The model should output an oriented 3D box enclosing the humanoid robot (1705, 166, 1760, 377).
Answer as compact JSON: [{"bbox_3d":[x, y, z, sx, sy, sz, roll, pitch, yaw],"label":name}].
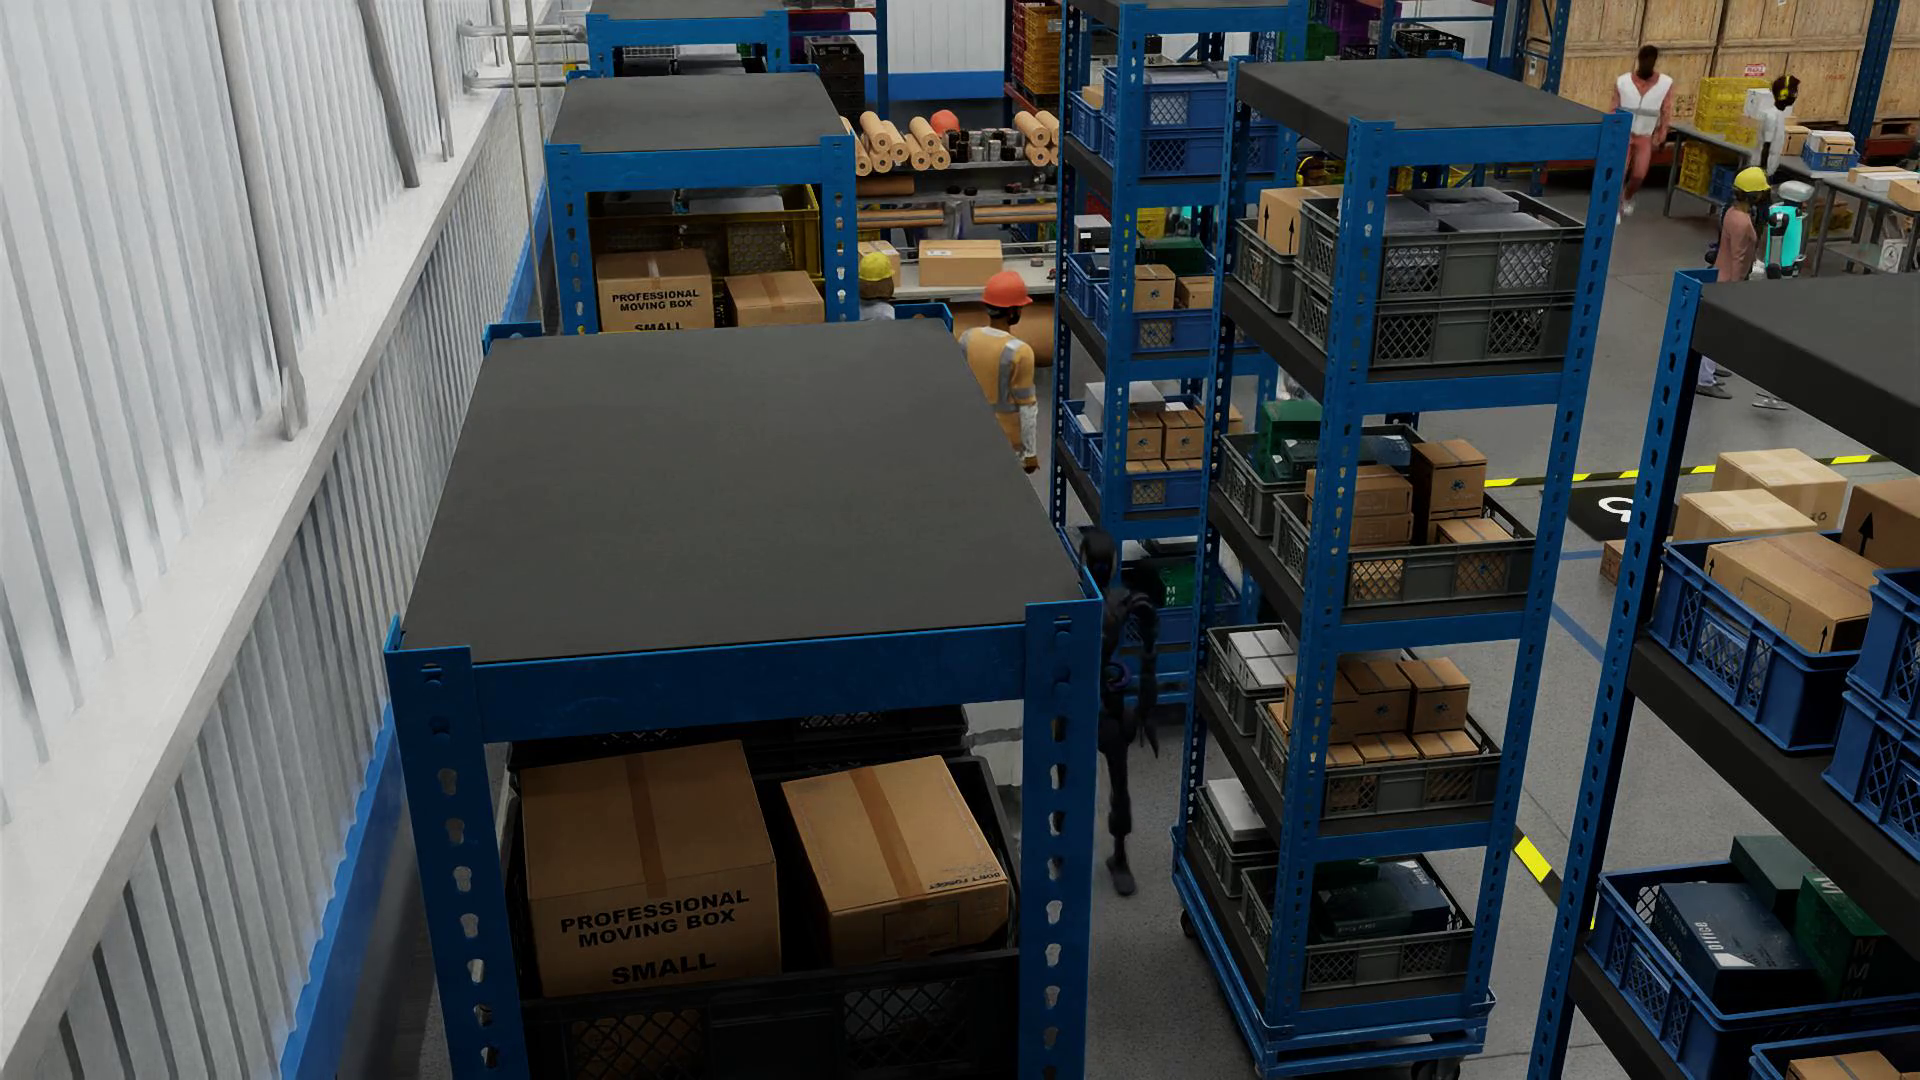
[{"bbox_3d":[6.142,-2.161,13.299,0.315,1.653,0.599,1,25,2],"label":"humanoid robot"}]

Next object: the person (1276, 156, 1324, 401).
[{"bbox_3d":[2.618,-2.001,12.732,0.509,1.872,0.329,-15,28,-29],"label":"person"}]

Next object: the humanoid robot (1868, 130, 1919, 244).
[{"bbox_3d":[9.360,-3.655,16.413,0.541,1.743,0.683,-11,27,-23],"label":"humanoid robot"}]

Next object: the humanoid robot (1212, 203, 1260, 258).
[{"bbox_3d":[2.266,-2.457,13.948,0.612,1.647,0.333,1,25,3],"label":"humanoid robot"}]

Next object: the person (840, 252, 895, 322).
[{"bbox_3d":[-0.530,-0.989,10.682,0.483,1.744,0.296,15,29,30],"label":"person"}]

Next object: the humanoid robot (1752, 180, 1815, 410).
[{"bbox_3d":[6.216,-1.766,12.220,0.735,1.677,0.533,17,30,33],"label":"humanoid robot"}]

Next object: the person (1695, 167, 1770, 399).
[{"bbox_3d":[5.944,-1.980,12.810,0.309,1.767,0.531,6,25,13],"label":"person"}]

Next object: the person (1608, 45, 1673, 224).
[{"bbox_3d":[7.206,-4.315,17.735,0.658,1.893,0.459,7,26,16],"label":"person"}]

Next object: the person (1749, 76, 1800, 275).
[{"bbox_3d":[7.842,-3.511,16.047,0.439,1.851,0.541,13,28,25],"label":"person"}]

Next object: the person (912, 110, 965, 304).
[{"bbox_3d":[-0.145,-2.476,13.565,0.390,2.040,0.607,19,31,36],"label":"person"}]

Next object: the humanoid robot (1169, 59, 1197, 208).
[{"bbox_3d":[2.479,-4.465,18.328,0.541,1.642,0.609,0,25,-1],"label":"humanoid robot"}]

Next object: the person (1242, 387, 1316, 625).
[{"bbox_3d":[1.694,-0.004,8.432,0.599,1.830,0.608,-4,25,-9],"label":"person"}]

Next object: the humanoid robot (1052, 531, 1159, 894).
[{"bbox_3d":[0.551,0.733,7.008,0.586,1.649,0.333,-3,25,-7],"label":"humanoid robot"}]

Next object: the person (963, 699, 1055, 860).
[{"bbox_3d":[0.096,0.904,6.448,0.569,1.840,0.373,-7,26,-14],"label":"person"}]

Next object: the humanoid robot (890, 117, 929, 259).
[{"bbox_3d":[-0.381,-3.066,15.278,0.591,1.640,0.505,-3,25,-6],"label":"humanoid robot"}]

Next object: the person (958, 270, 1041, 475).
[{"bbox_3d":[0.242,-0.612,9.635,0.550,1.934,0.371,21,32,38],"label":"person"}]

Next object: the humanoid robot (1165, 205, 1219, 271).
[{"bbox_3d":[1.777,-2.193,13.350,0.535,1.799,0.839,17,30,32],"label":"humanoid robot"}]
